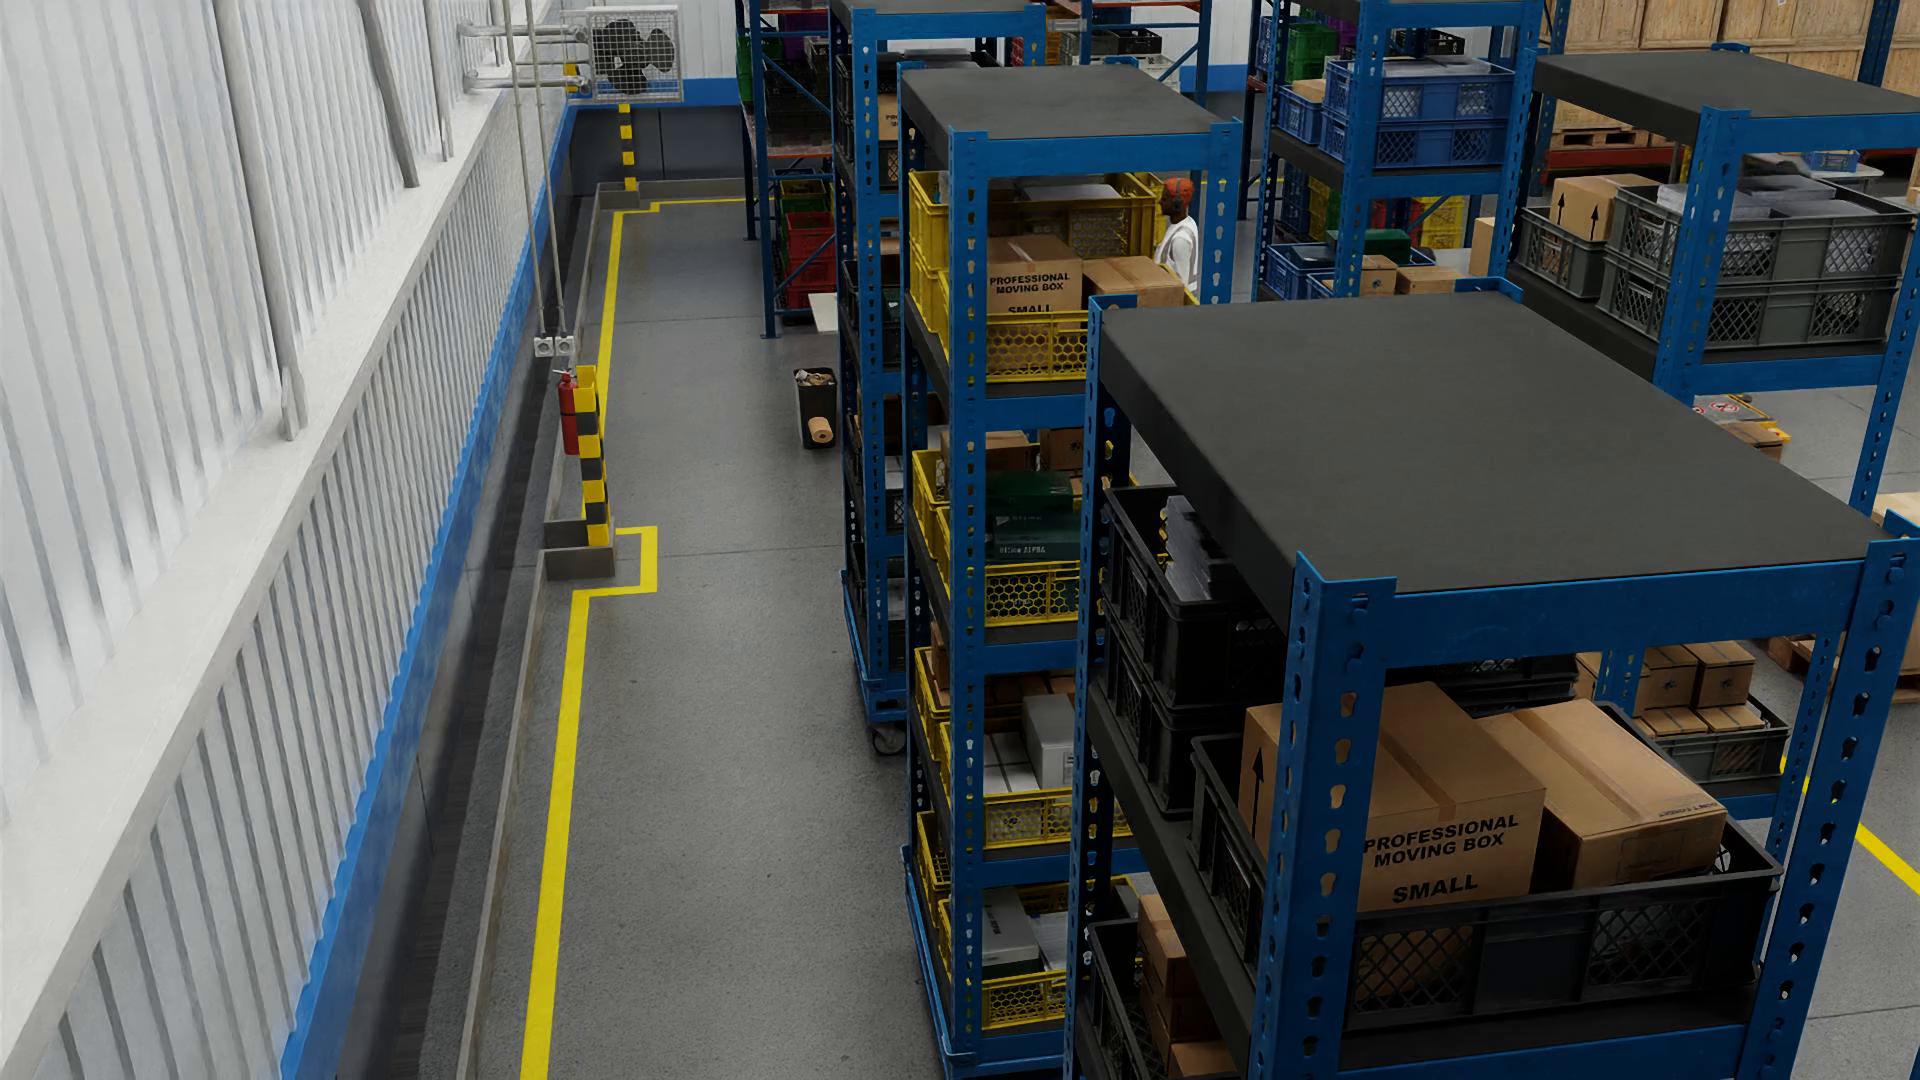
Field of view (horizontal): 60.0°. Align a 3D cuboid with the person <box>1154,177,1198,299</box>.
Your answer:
[{"bbox_3d":[1.531,-1.680,12.021,0.356,1.882,0.574,2,25,5],"label":"person"}]

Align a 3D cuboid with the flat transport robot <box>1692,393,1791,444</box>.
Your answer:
[{"bbox_3d":[5.224,-0.859,12.132,1.431,0.197,0.652,-4,25,-8],"label":"flat transport robot"}]

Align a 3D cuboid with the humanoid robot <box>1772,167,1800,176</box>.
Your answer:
[{"bbox_3d":[6.470,-2.221,13.478,0.767,1.615,0.603,15,29,29],"label":"humanoid robot"}]

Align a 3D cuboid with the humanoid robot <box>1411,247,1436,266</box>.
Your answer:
[{"bbox_3d":[2.989,-1.134,11.063,0.608,1.657,0.313,5,25,11],"label":"humanoid robot"}]

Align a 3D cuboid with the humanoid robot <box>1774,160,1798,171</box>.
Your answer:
[{"bbox_3d":[6.586,-2.272,13.608,0.589,1.650,0.688,-5,25,-11],"label":"humanoid robot"}]
